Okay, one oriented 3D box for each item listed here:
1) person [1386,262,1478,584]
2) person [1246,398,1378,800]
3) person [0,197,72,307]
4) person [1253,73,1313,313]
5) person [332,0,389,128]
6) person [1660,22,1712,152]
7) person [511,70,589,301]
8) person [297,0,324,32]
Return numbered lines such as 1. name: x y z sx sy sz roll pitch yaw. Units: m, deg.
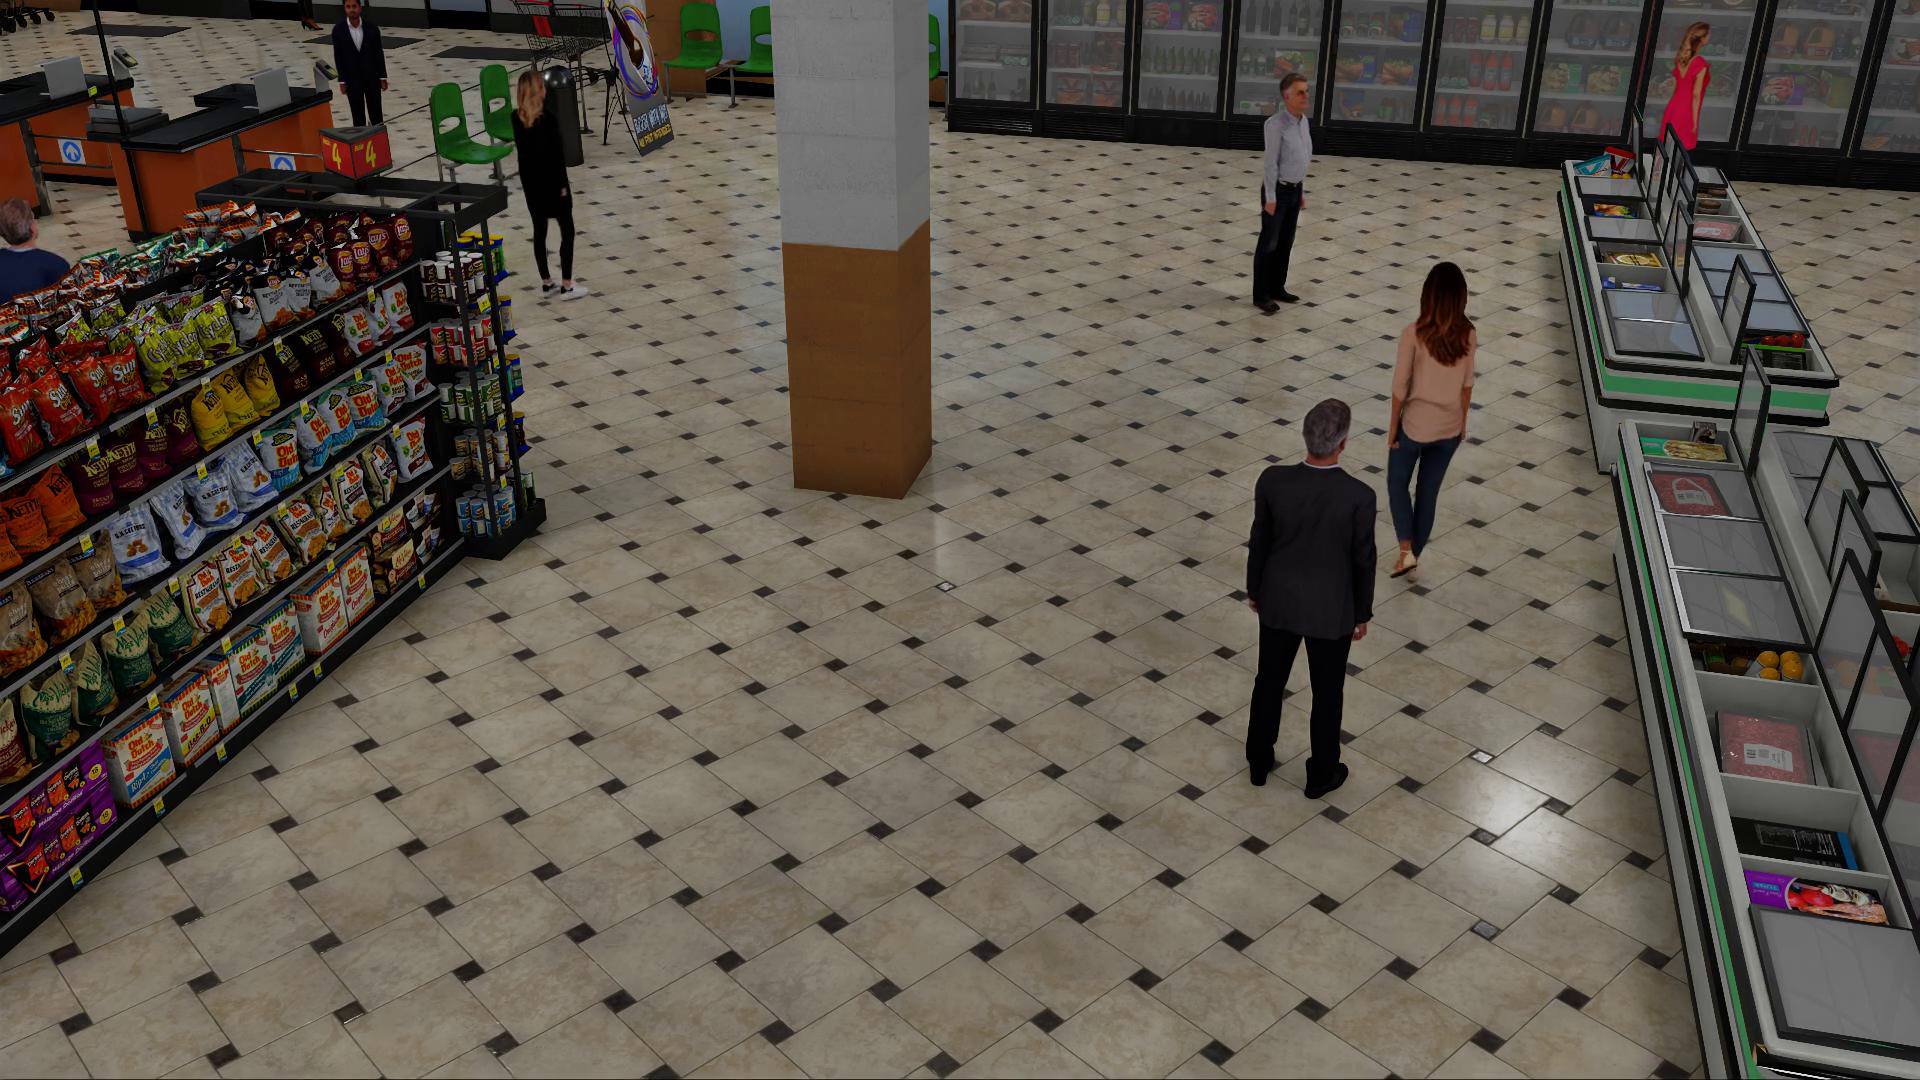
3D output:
1. person: 2.477 -0.549 8.708 0.673 1.783 0.760 1 27 3
2. person: 1.479 0.257 7.052 0.754 1.842 0.668 12 29 23
3. person: -5.240 -0.987 9.527 0.763 1.823 1.239 3 27 7
4. person: 2.514 -2.720 12.948 0.686 1.820 0.800 -24 35 -38
5. person: -6.052 -4.647 16.850 0.710 1.727 0.735 -10 29 -19
6. person: 6.683 -3.925 15.428 0.709 1.725 0.600 -4 27 -8
7. person: -3.299 -2.757 13.043 0.667 1.799 0.612 12 29 23
8. person: -9.481 -8.214 23.934 0.707 1.682 0.710 -24 35 -38
